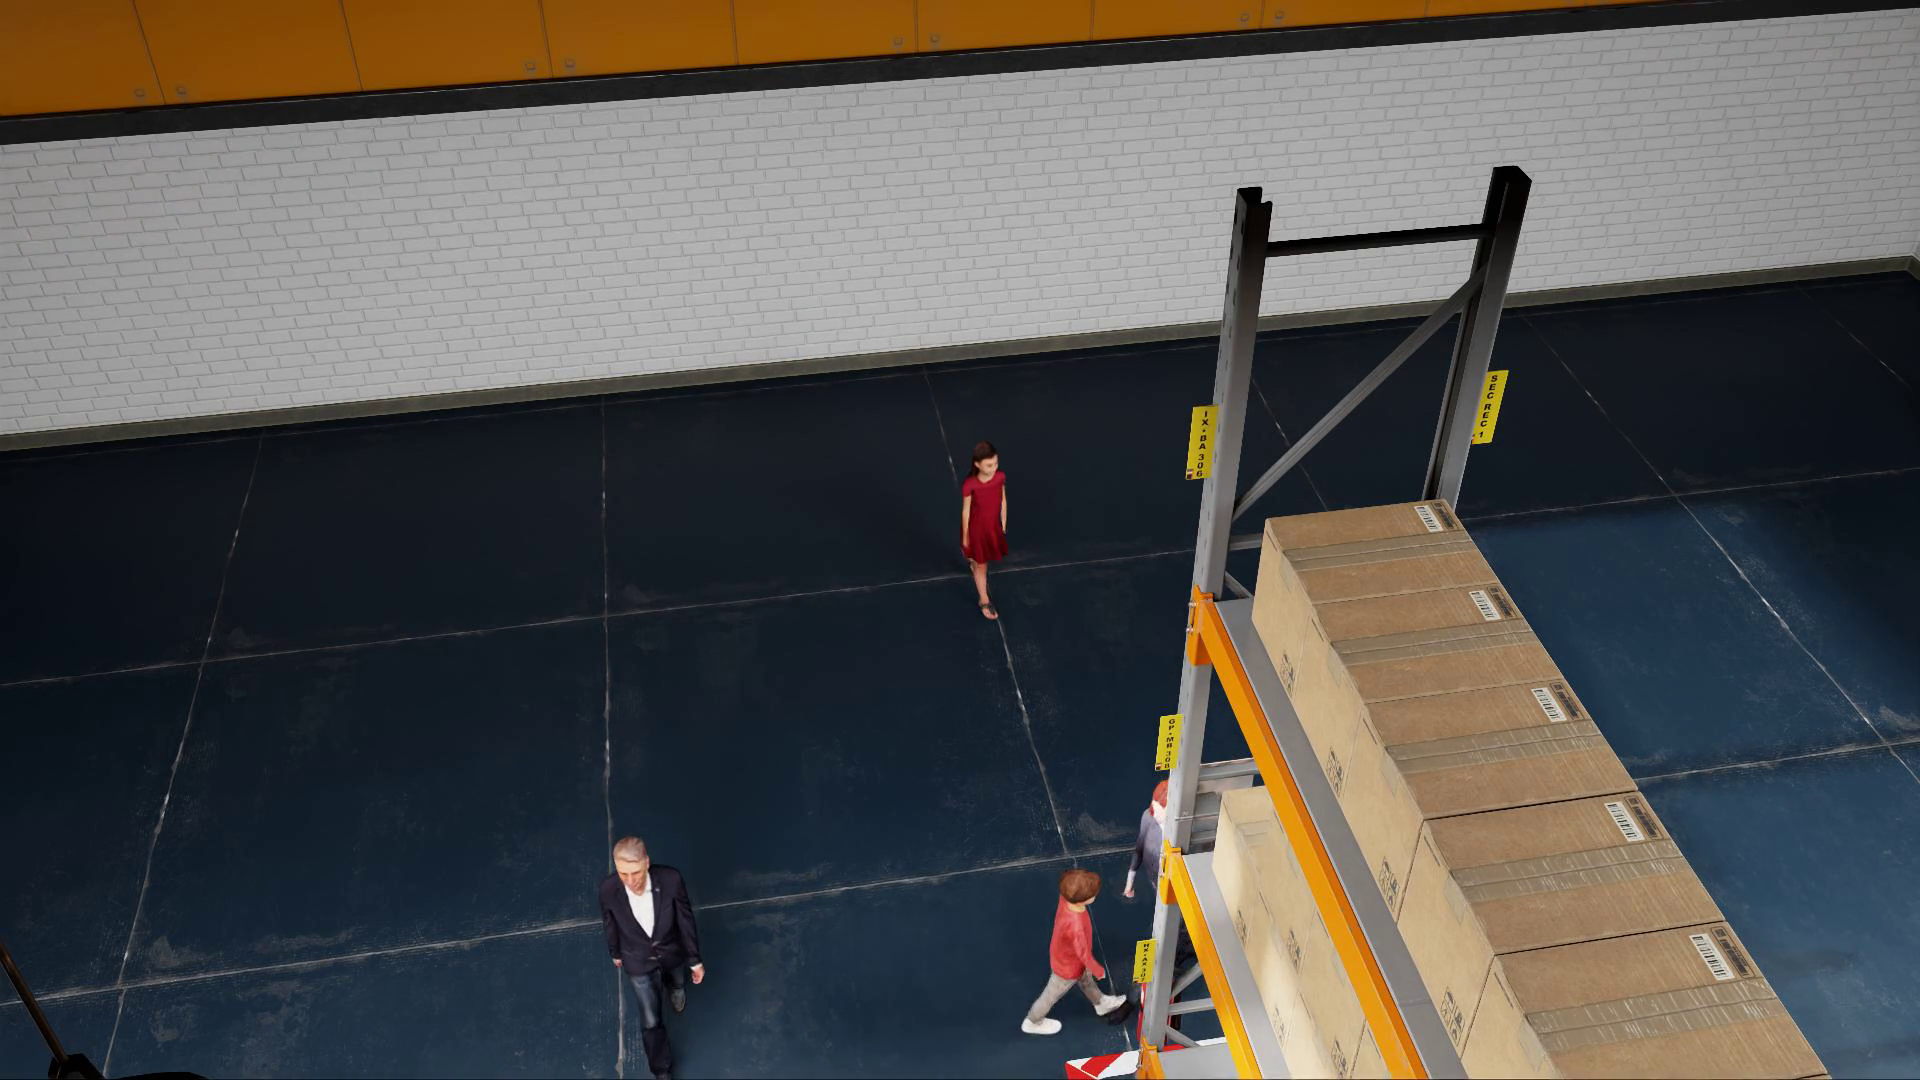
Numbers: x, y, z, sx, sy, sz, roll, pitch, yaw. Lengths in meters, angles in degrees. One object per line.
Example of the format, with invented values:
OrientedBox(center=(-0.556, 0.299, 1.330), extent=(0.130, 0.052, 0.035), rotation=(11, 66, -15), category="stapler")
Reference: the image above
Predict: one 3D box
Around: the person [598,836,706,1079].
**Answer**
OrientedBox(center=(-1.720, 2.254, 9.448), extent=(0.724, 1.784, 1.160), rotation=(-9, 40, -12), category="person")

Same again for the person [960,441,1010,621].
OrientedBox(center=(0.141, -0.149, 12.655), extent=(0.717, 1.537, 0.938), rotation=(-19, 42, -22), category="person")

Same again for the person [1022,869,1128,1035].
OrientedBox(center=(0.551, 2.408, 9.574), extent=(0.665, 1.387, 0.865), rotation=(-1, 39, -1), category="person")

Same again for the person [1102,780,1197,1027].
OrientedBox(center=(1.284, 2.021, 9.781), extent=(0.965, 1.732, 1.116), rotation=(-26, 45, -28), category="person")
